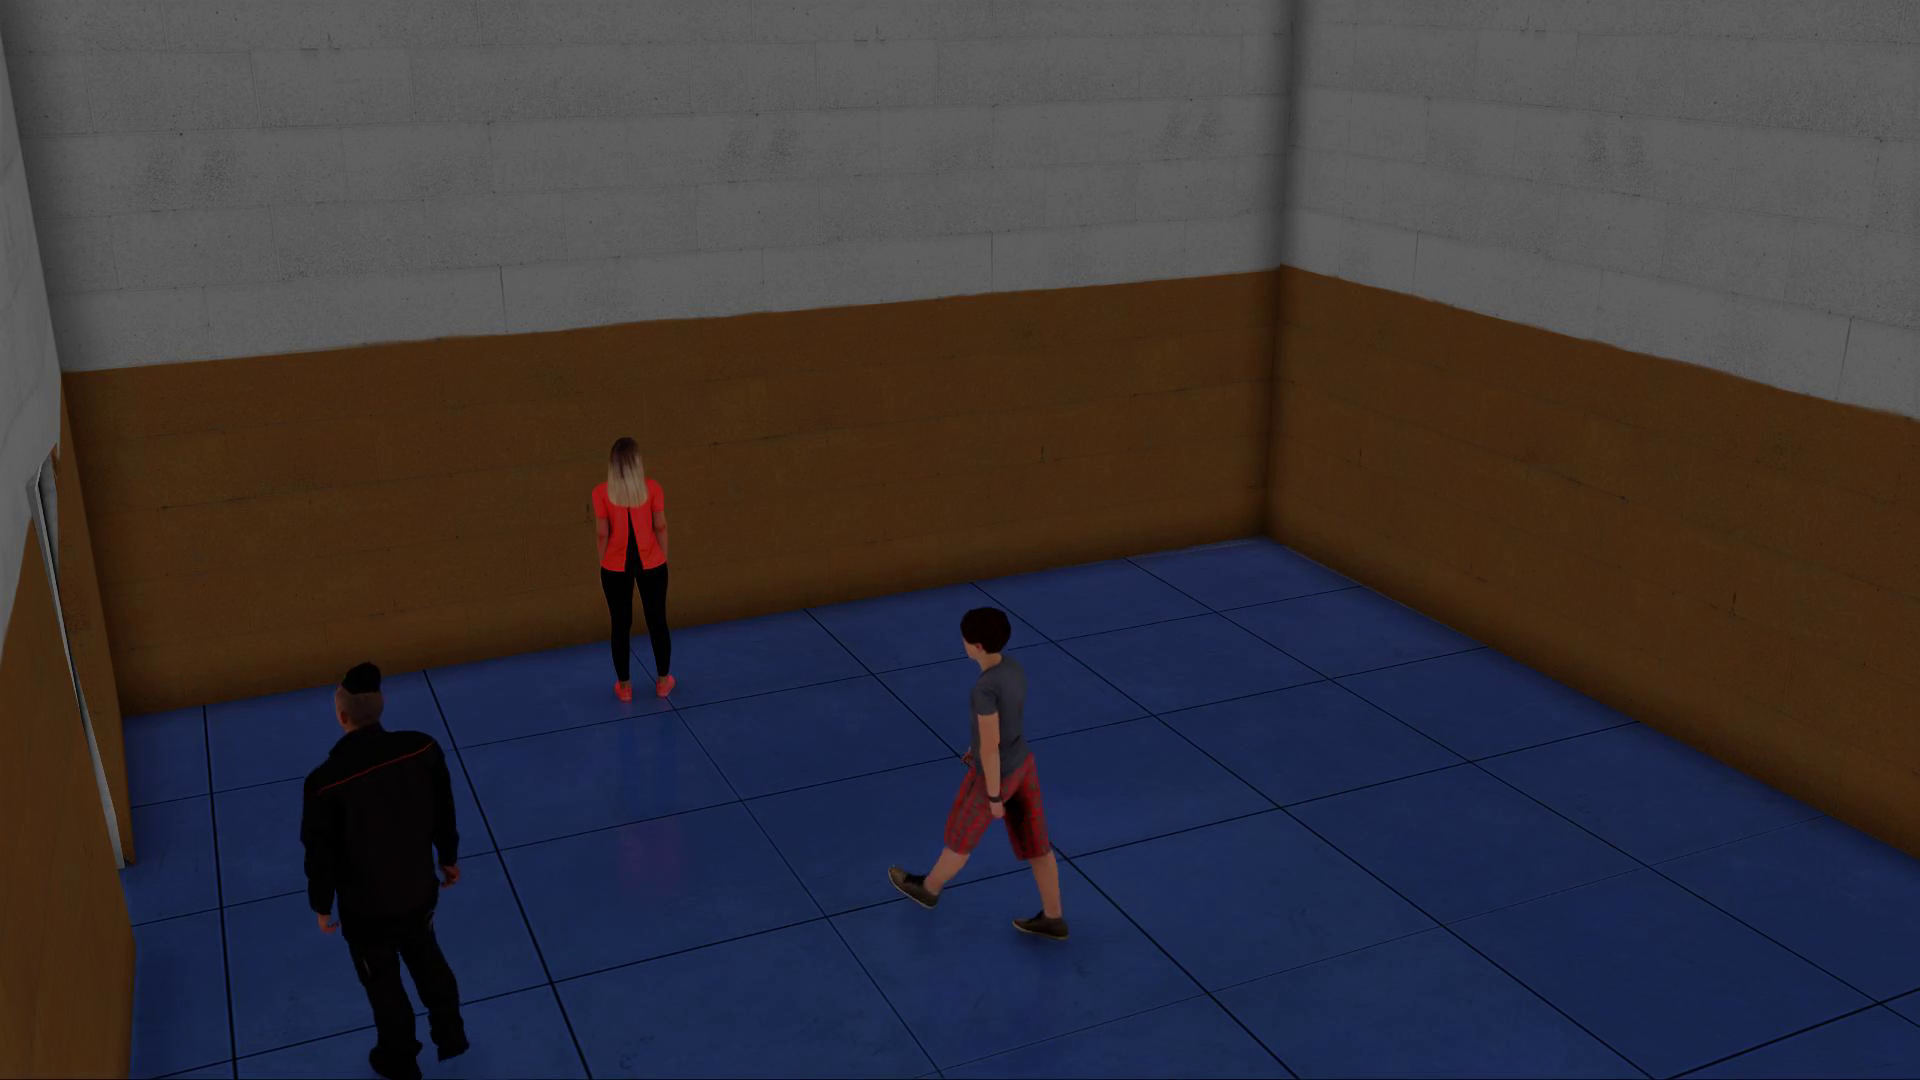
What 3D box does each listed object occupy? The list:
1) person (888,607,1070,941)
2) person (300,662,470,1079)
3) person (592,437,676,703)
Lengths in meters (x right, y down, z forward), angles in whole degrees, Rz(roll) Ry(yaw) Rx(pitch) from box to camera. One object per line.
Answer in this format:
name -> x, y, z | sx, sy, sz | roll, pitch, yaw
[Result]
person -> 0.271, 1.122, 7.663 | 1.068, 1.604, 1.144 | 11, 21, 29
person -> -2.211, 1.356, 6.561 | 0.954, 1.855, 0.824 | 17, 25, 41
person -> -2.028, 0.178, 10.342 | 0.540, 1.694, 0.696 | -4, 19, -11
